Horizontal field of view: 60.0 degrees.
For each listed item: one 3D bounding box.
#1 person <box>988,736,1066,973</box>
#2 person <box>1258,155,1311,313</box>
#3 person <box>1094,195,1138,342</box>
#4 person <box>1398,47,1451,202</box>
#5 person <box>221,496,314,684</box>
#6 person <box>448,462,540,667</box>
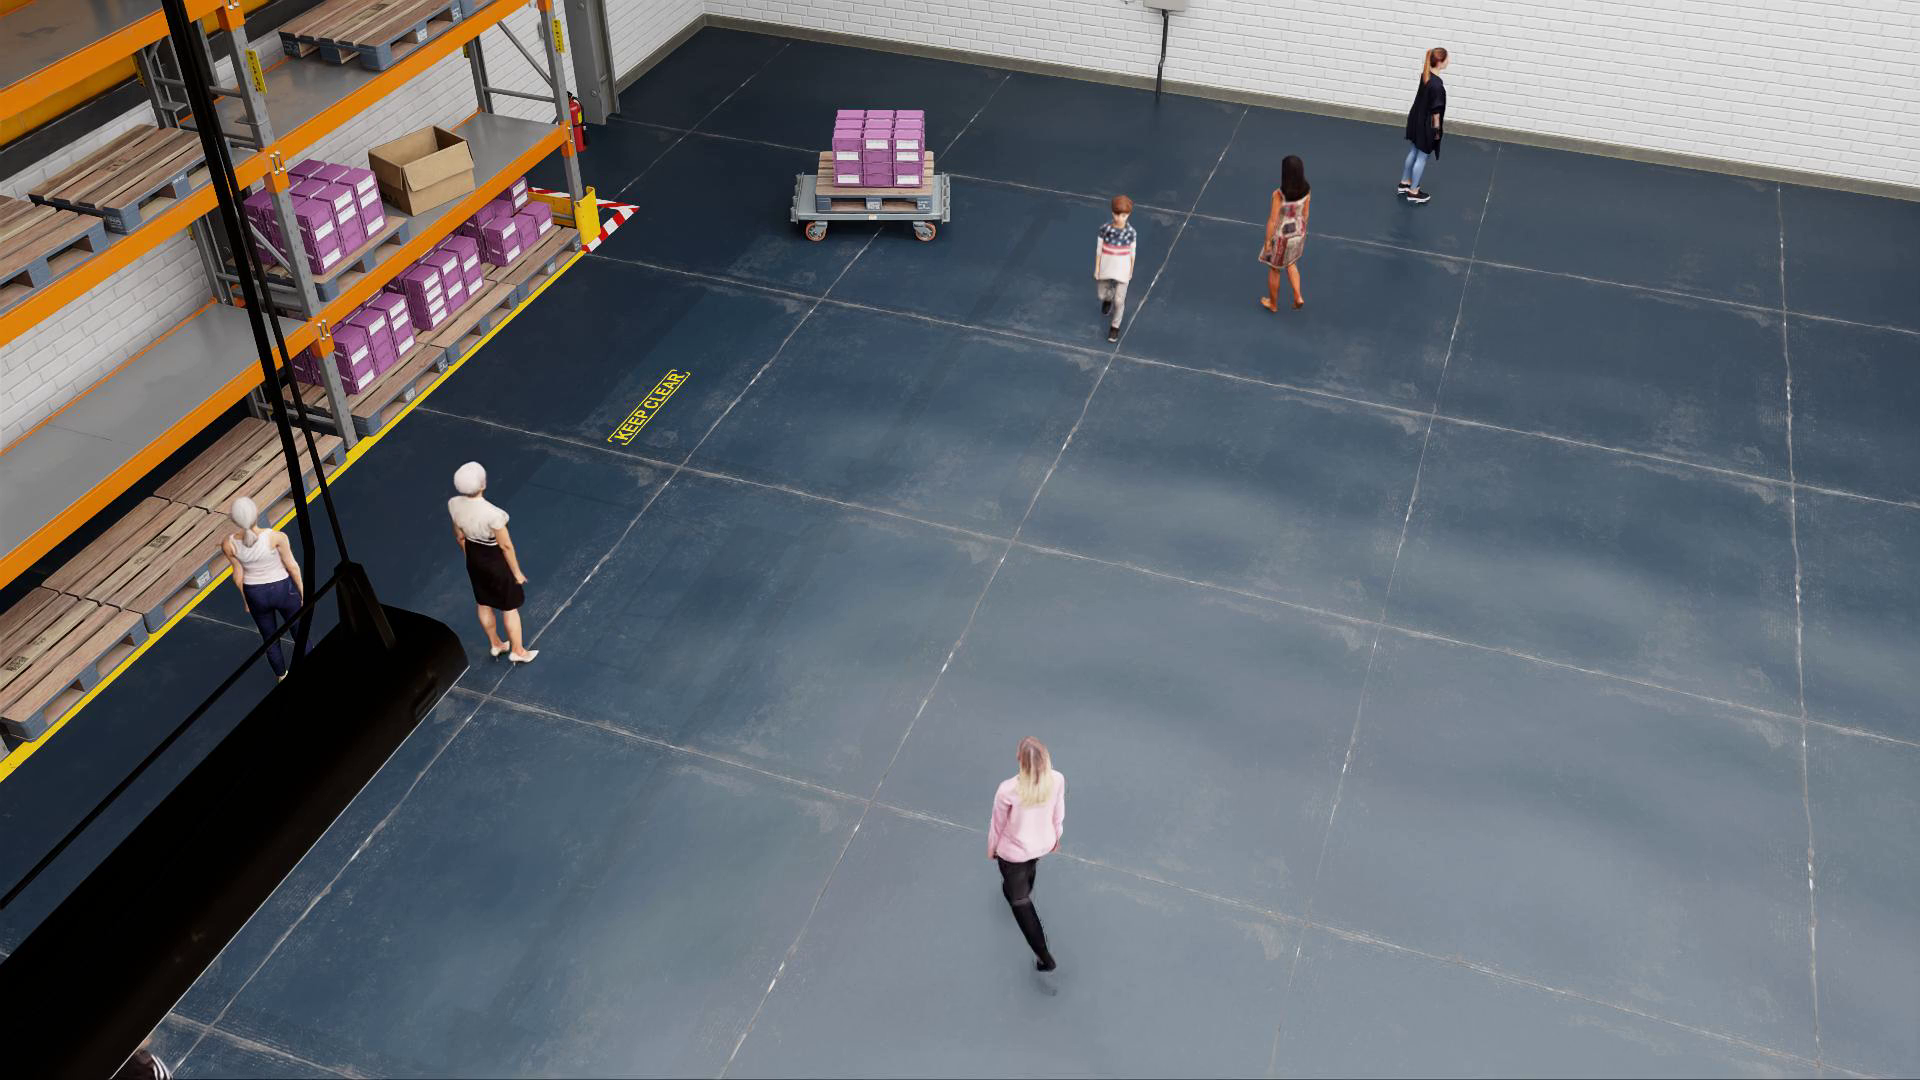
[{"bbox_3d":[0.422,1.858,9.808,1.037,1.661,1.115,-15,41,-18],"label":"person"},{"bbox_3d":[3.133,-2.843,15.714,0.877,1.636,0.932,-18,42,-21],"label":"person"},{"bbox_3d":[1.453,-2.588,15.563,0.558,1.427,0.790,9,39,11],"label":"person"},{"bbox_3d":[4.913,-4.412,17.641,0.779,1.684,0.651,-5,39,-6],"label":"person"},{"bbox_3d":[-4.792,0.405,11.595,0.678,1.702,0.700,-8,39,-10],"label":"person"},{"bbox_3d":[-3.340,0.188,11.823,0.649,1.756,0.540,16,41,19],"label":"person"}]
